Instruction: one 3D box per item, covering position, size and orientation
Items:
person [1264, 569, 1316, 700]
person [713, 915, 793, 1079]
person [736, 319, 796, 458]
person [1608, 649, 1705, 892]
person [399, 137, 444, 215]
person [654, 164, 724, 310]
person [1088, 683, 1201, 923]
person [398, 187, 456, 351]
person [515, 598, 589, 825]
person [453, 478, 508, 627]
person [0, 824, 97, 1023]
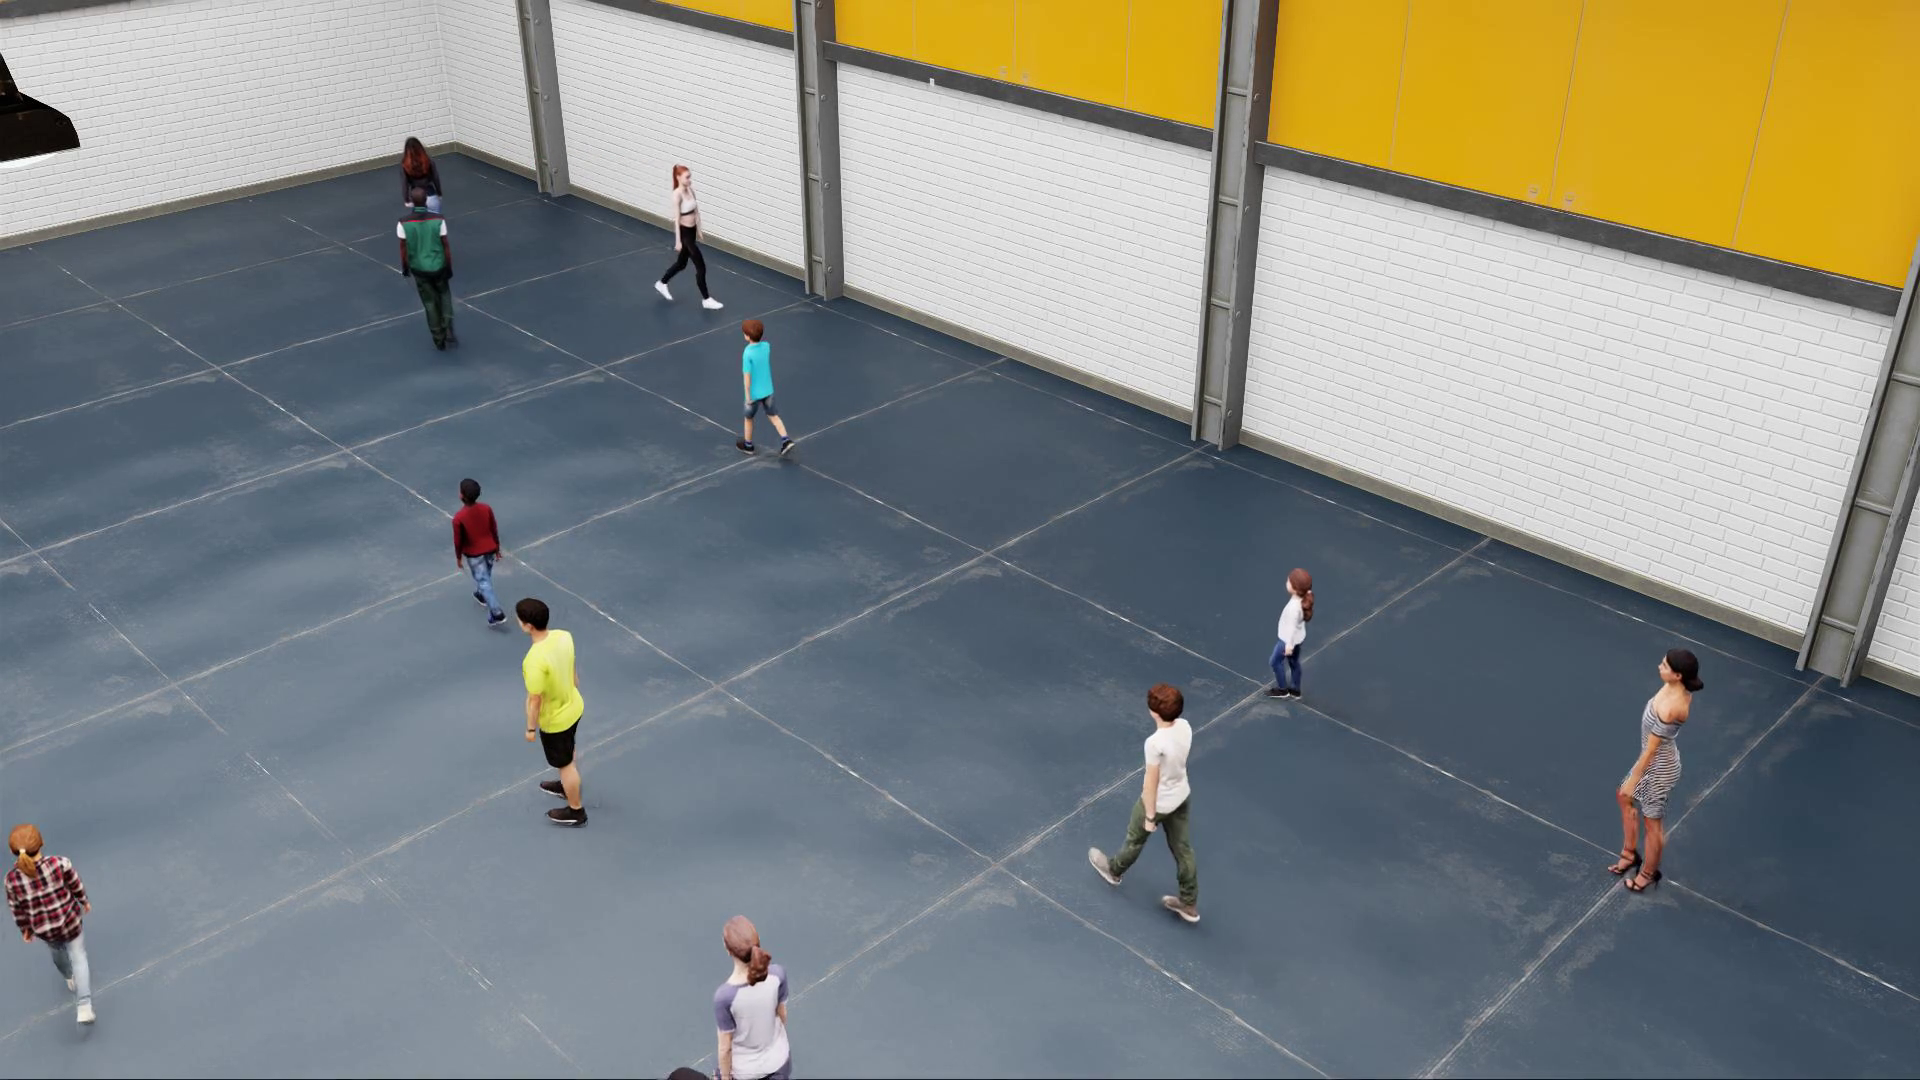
[{"bbox_3d":[2.539,0.726,12.456,0.573,1.102,0.521,13,31,22],"label":"person"},{"bbox_3d":[-0.980,2.648,8.265,0.738,1.744,0.956,-13,31,-23],"label":"person"},{"bbox_3d":[-1.900,-1.461,16.119,0.868,1.434,0.526,24,37,37],"label":"person"},{"bbox_3d":[4.425,1.476,10.343,0.722,1.811,0.716,12,31,22],"label":"person"},{"bbox_3d":[-6.787,-4.282,21.112,0.942,1.606,1.118,-8,30,-14],"label":"person"},{"bbox_3d":[-3.312,-3.583,19.724,1.236,1.707,0.921,10,30,18],"label":"person"},{"bbox_3d":[1.321,1.652,10.222,0.598,1.617,1.053,-24,37,-37],"label":"person"},{"bbox_3d":[-5.906,-2.991,18.518,0.833,1.823,0.882,-12,31,-21],"label":"person"},{"bbox_3d":[-2.630,1.132,11.085,0.842,1.703,0.793,8,30,15],"label":"person"},{"bbox_3d":[-3.852,0.110,13.451,0.872,1.232,0.491,25,37,38],"label":"person"},{"bbox_3d":[-5.192,2.205,9.548,0.733,1.291,0.960,-12,31,-20],"label":"person"}]
